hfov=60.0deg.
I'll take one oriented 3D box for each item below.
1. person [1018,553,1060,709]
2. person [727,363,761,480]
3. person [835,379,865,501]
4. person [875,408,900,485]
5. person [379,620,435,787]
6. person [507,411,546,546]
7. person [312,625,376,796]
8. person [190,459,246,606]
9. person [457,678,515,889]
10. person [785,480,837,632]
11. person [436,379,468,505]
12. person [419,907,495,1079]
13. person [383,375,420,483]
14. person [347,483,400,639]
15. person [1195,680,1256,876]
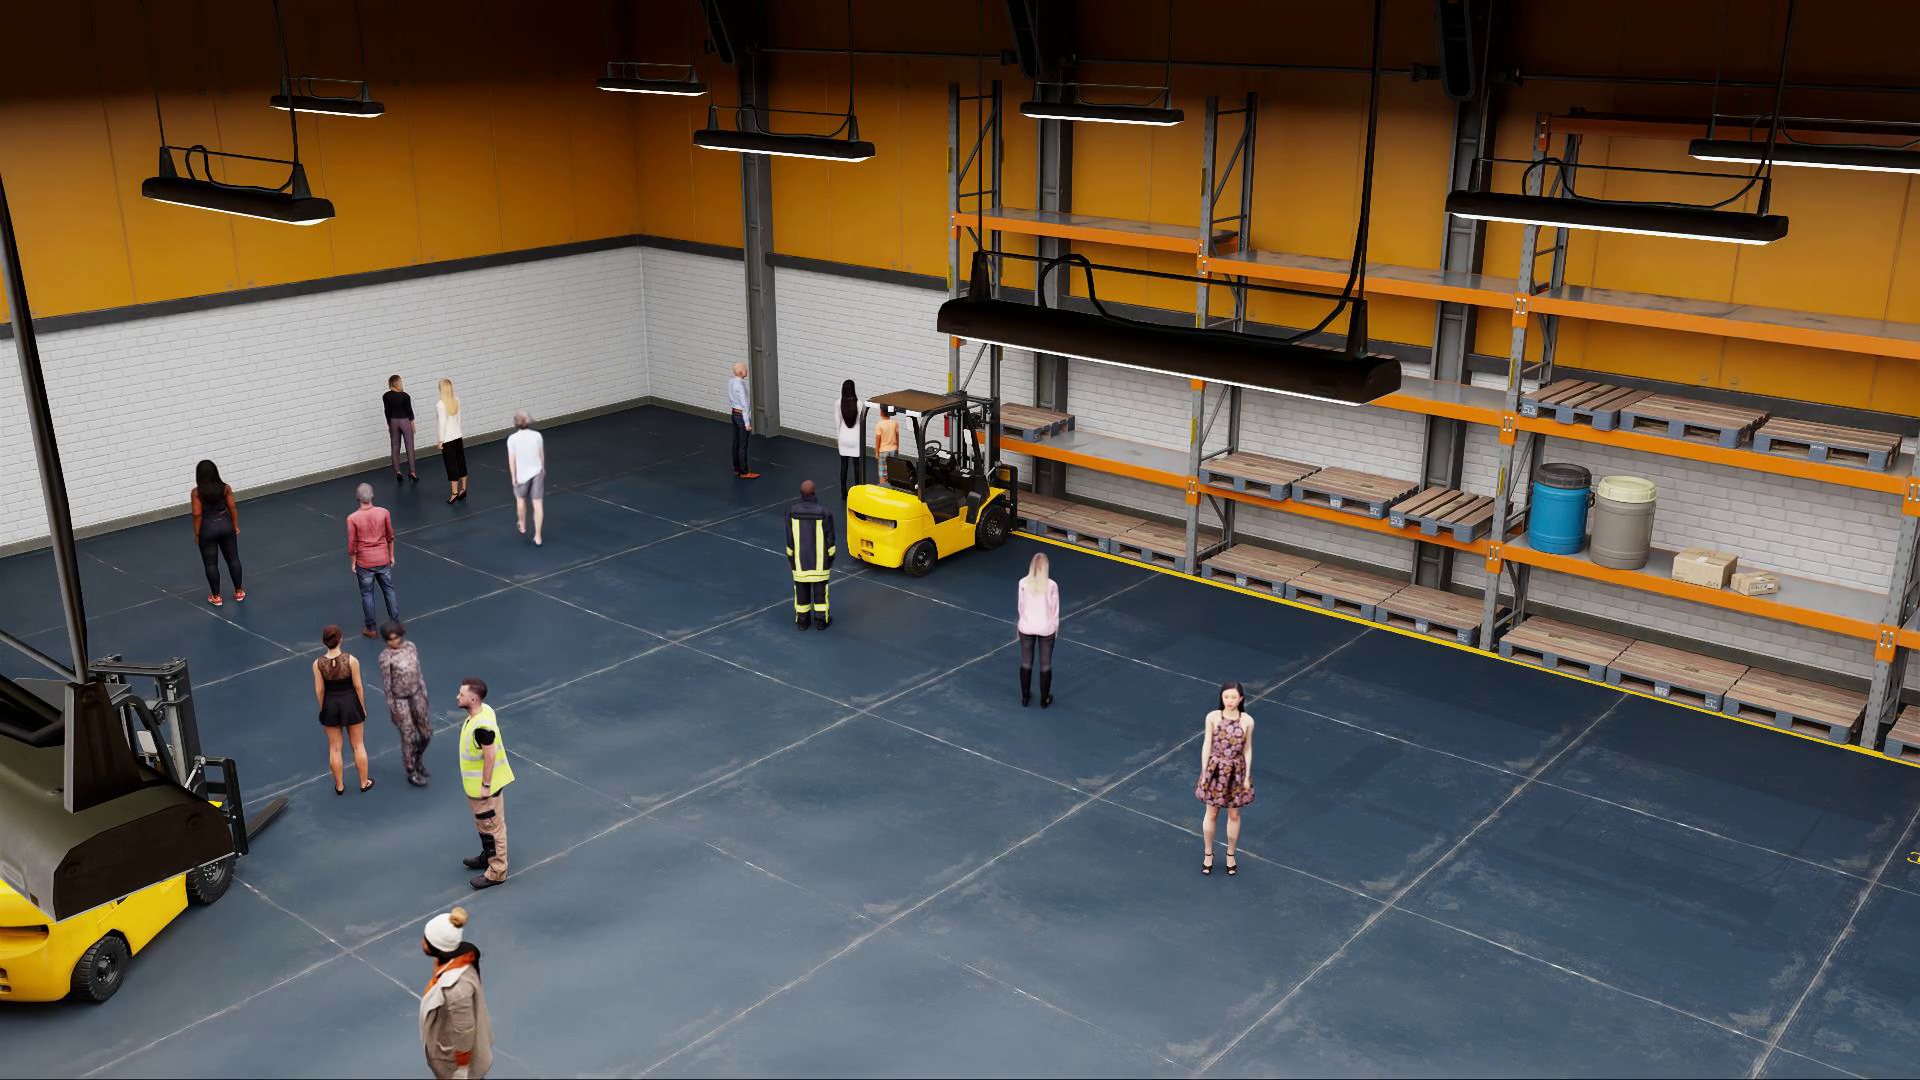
[{"bbox_3d":[0.807,0.938,17.429,0.614,1.686,0.730,5,19,14],"label":"person"},{"bbox_3d":[-3.359,-1.841,25.516,0.770,1.792,0.625,-11,22,-30],"label":"person"},{"bbox_3d":[-1.614,-1.471,24.390,0.627,1.808,0.748,4,19,12],"label":"person"},{"bbox_3d":[-1.058,-1.293,24.416,0.584,1.455,0.593,-9,21,-25],"label":"person"},{"bbox_3d":[-5.274,1.525,15.668,0.594,1.697,0.621,12,22,32],"label":"person"},{"bbox_3d":[-5.800,-0.812,22.450,0.965,1.798,1.157,-7,20,-20],"label":"person"},{"bbox_3d":[-5.788,1.576,15.550,0.682,1.675,0.726,-4,19,-12],"label":"person"},{"bbox_3d":[-9.102,-0.111,20.342,0.737,1.816,0.690,-13,23,-35],"label":"person"},{"bbox_3d":[-4.021,2.007,14.003,0.901,1.846,0.821,-7,20,-19],"label":"person"},{"bbox_3d":[-1.751,0.166,19.509,0.835,1.823,0.925,1,19,3],"label":"person"},{"bbox_3d":[-7.414,-1.440,24.221,0.622,1.858,0.665,8,20,21],"label":"person"},{"bbox_3d":[-3.138,3.155,10.526,0.883,1.891,0.797,-5,19,-15],"label":"person"},{"bbox_3d":[-8.498,-1.692,25.262,0.647,1.672,0.737,1,19,4],"label":"person"},{"bbox_3d":[-6.815,0.227,19.313,0.738,1.831,0.651,-12,22,-33],"label":"person"},{"bbox_3d":[2.255,2.014,14.094,0.780,1.774,0.858,2,19,7],"label":"person"}]
